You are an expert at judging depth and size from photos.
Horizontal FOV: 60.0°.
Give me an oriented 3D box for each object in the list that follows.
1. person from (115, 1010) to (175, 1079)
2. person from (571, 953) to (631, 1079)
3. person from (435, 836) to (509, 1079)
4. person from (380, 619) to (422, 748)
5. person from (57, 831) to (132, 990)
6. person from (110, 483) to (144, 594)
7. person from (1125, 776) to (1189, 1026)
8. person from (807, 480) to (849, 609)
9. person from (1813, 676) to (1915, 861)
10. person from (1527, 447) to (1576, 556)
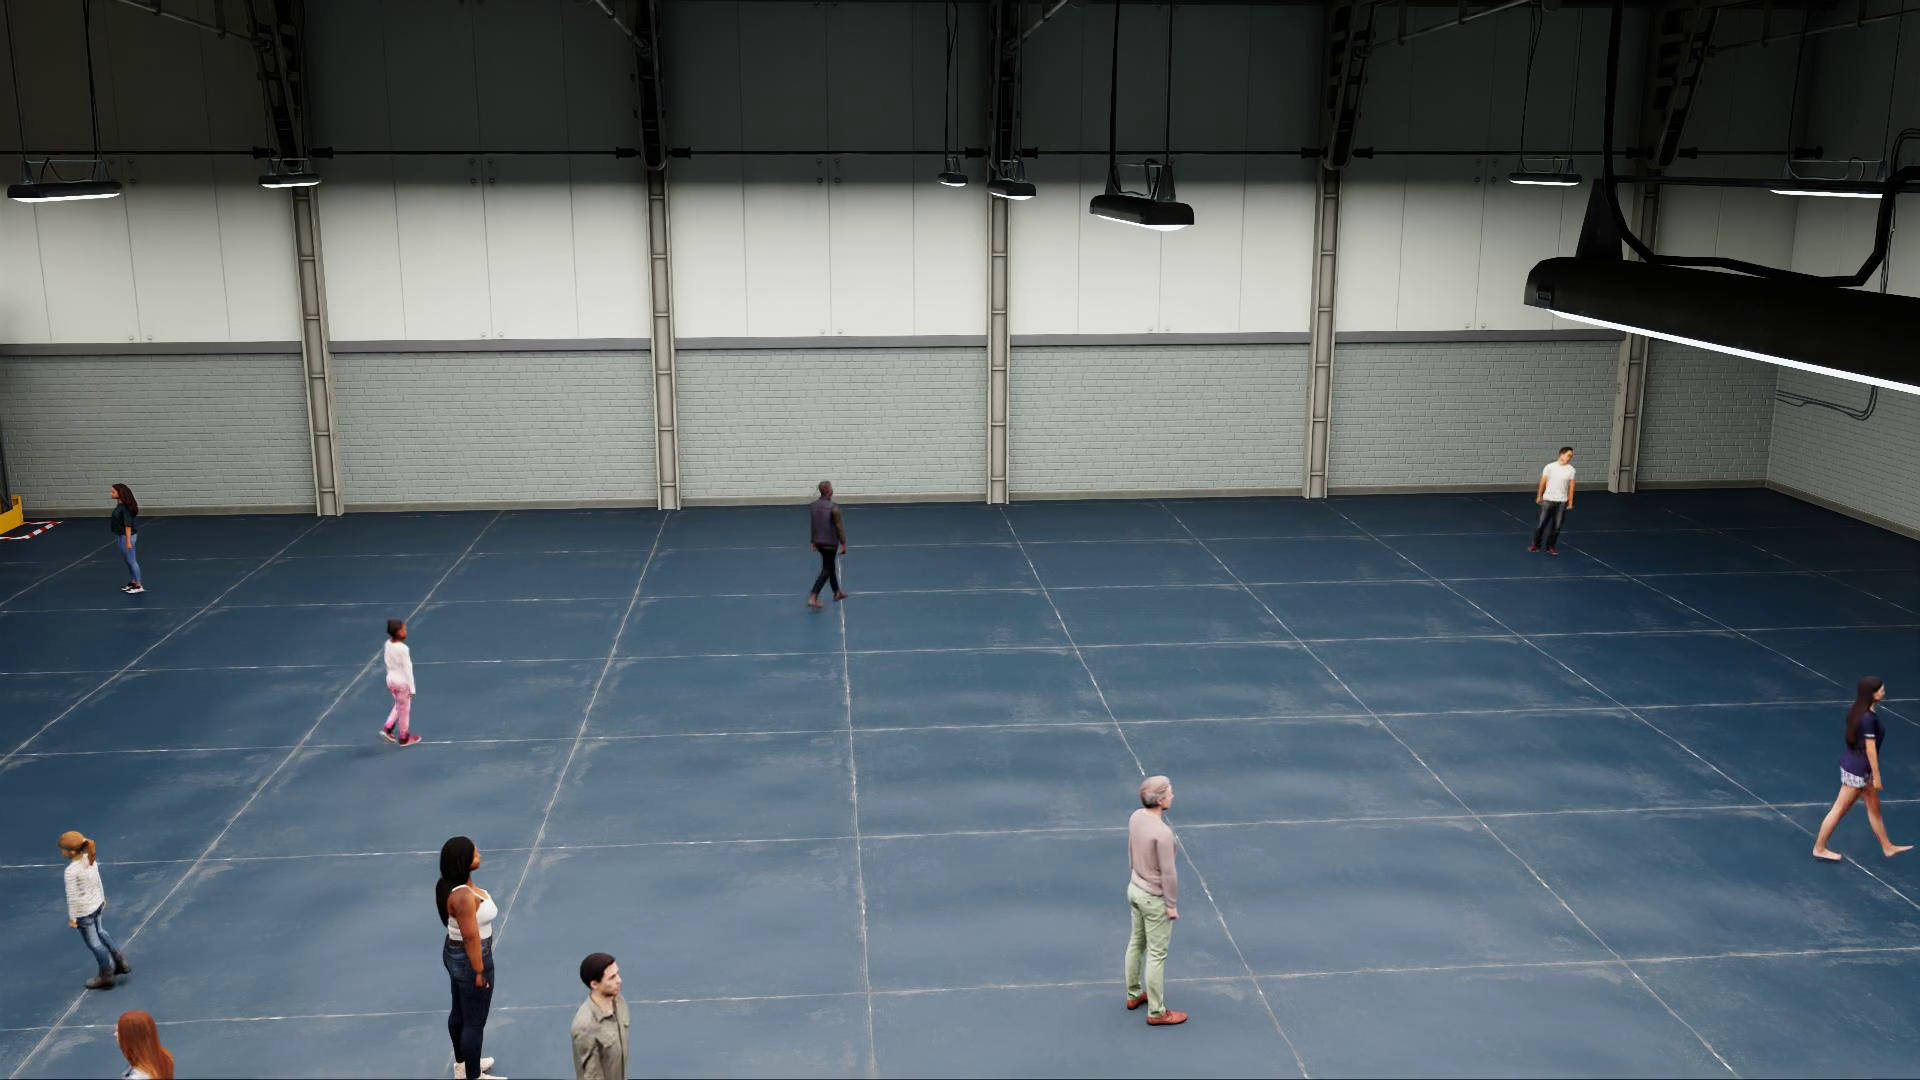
[{"bbox_3d":[-4.490,3.403,9.285,0.558,1.703,0.641,-3,13,-13],"label":"person"},{"bbox_3d":[-2.157,3.269,9.608,1.267,1.816,1.019,4,14,19],"label":"person"},{"bbox_3d":[-3.365,2.876,11.324,0.747,1.809,0.736,-8,15,-30],"label":"person"},{"bbox_3d":[-6.090,1.542,17.900,0.745,1.441,0.804,10,17,38],"label":"person"},{"bbox_3d":[-6.621,2.819,12.694,0.597,1.302,0.568,3,13,14],"label":"person"},{"bbox_3d":[-12.199,-0.042,24.351,0.732,1.616,0.693,-9,16,-35],"label":"person"},{"bbox_3d":[1.410,2.629,12.246,0.732,1.874,0.762,-6,14,-26],"label":"person"},{"bbox_3d":[-1.919,0.097,23.354,1.173,1.795,1.246,12,17,41],"label":"person"},{"bbox_3d":[7.955,2.081,14.931,1.125,1.730,0.859,4,14,17],"label":"person"},{"bbox_3d":[9.452,-0.626,26.550,0.681,1.762,0.902,6,14,23],"label":"person"}]
